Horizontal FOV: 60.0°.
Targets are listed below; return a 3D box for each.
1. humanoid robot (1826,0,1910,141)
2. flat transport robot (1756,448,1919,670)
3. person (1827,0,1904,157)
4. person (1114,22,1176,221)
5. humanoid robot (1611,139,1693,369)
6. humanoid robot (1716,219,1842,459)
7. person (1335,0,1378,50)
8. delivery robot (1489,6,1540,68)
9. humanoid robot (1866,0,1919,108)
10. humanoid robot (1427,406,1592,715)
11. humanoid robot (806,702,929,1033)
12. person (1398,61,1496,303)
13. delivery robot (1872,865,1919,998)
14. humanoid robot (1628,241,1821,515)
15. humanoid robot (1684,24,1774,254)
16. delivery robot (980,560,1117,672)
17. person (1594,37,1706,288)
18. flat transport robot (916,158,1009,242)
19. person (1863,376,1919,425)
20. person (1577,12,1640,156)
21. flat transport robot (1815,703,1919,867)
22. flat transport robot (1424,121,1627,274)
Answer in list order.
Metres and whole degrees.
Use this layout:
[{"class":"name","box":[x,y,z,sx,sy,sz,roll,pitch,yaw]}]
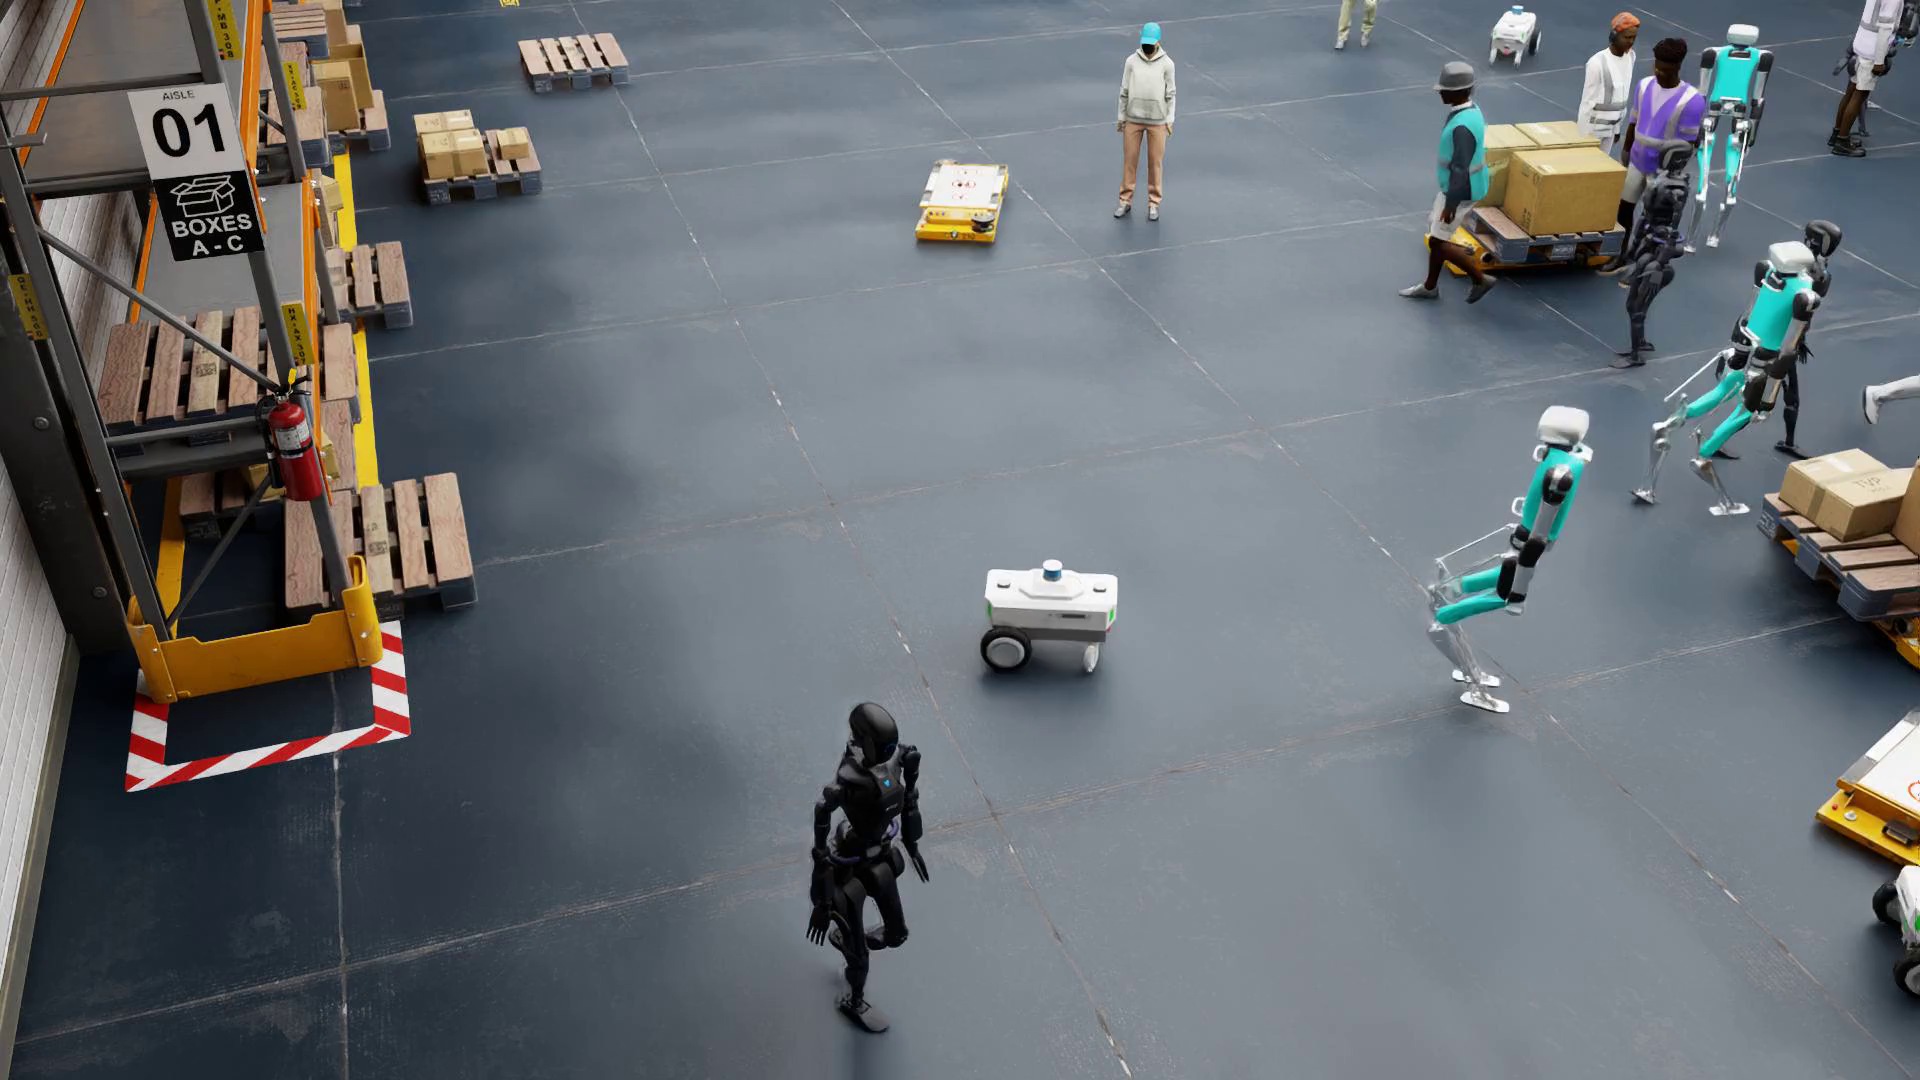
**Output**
[{"class":"humanoid robot","box":[8.449,-4.492,15.457,0.591,1.654,0.327,-12,35,-18]},{"class":"flat transport robot","box":[5.350,0.228,9.508,0.659,0.231,1.431,-5,33,-8]},{"class":"person","box":[8.386,-4.488,15.227,0.384,1.929,0.542,7,34,10]},{"class":"person","box":[1.555,-3.497,13.933,0.476,1.673,0.384,8,34,12]},{"class":"humanoid robot","box":[4.885,-1.989,11.631,0.386,1.652,0.602,1,33,2]},{"class":"humanoid robot","box":[5.228,-1.226,10.481,0.595,1.617,0.605,27,42,35]},{"class":"person","box":[4.358,-6.181,17.916,0.585,1.819,0.483,10,34,14]},{"class":"delivery robot","box":[5.981,-5.468,17.972,0.499,0.583,0.767,15,36,21]},{"class":"humanoid robot","box":[9.020,-4.981,16.243,0.732,1.879,0.536,4,33,6]},{"class":"humanoid robot","box":[2.637,0.075,8.304,0.729,1.697,0.530,13,35,19]},{"class":"humanoid robot","box":[-0.421,1.276,6.614,0.436,1.633,0.589,27,42,35]},{"class":"person","box":[3.727,-2.612,12.368,0.634,1.910,0.623,9,34,13]},{"class":"delivery robot","box":[4.338,1.648,7.081,0.786,0.608,0.499,7,34,11]},{"class":"humanoid robot","box":[4.459,-0.904,9.925,0.881,1.793,0.530,-4,33,-6]},{"class":"humanoid robot","box":[6.116,-3.147,13.379,0.552,1.811,0.815,11,35,16]},{"class":"delivery robot","box":[0.455,0.391,9.014,0.785,0.614,0.510,3,33,4]},{"class":"person","box":[5.302,-2.880,12.754,0.432,1.948,0.615,-17,37,-25]},{"class":"flat transport robot","box":[0.034,-2.942,14.370,0.659,0.231,1.431,4,33,5]},{"class":"person","box":[6.344,-1.376,10.660,0.499,1.691,0.613,-28,42,-36]},{"class":"person","box":[5.175,-3.319,13.471,0.583,1.881,0.337,-25,41,-33]},{"class":"flat transport robot","box":[4.831,1.155,8.087,1.431,0.231,0.659,-25,41,-33]},{"class":"flat transport robot","box":[4.595,-2.419,13.569,1.431,0.231,0.659,-5,33,-8]}]
